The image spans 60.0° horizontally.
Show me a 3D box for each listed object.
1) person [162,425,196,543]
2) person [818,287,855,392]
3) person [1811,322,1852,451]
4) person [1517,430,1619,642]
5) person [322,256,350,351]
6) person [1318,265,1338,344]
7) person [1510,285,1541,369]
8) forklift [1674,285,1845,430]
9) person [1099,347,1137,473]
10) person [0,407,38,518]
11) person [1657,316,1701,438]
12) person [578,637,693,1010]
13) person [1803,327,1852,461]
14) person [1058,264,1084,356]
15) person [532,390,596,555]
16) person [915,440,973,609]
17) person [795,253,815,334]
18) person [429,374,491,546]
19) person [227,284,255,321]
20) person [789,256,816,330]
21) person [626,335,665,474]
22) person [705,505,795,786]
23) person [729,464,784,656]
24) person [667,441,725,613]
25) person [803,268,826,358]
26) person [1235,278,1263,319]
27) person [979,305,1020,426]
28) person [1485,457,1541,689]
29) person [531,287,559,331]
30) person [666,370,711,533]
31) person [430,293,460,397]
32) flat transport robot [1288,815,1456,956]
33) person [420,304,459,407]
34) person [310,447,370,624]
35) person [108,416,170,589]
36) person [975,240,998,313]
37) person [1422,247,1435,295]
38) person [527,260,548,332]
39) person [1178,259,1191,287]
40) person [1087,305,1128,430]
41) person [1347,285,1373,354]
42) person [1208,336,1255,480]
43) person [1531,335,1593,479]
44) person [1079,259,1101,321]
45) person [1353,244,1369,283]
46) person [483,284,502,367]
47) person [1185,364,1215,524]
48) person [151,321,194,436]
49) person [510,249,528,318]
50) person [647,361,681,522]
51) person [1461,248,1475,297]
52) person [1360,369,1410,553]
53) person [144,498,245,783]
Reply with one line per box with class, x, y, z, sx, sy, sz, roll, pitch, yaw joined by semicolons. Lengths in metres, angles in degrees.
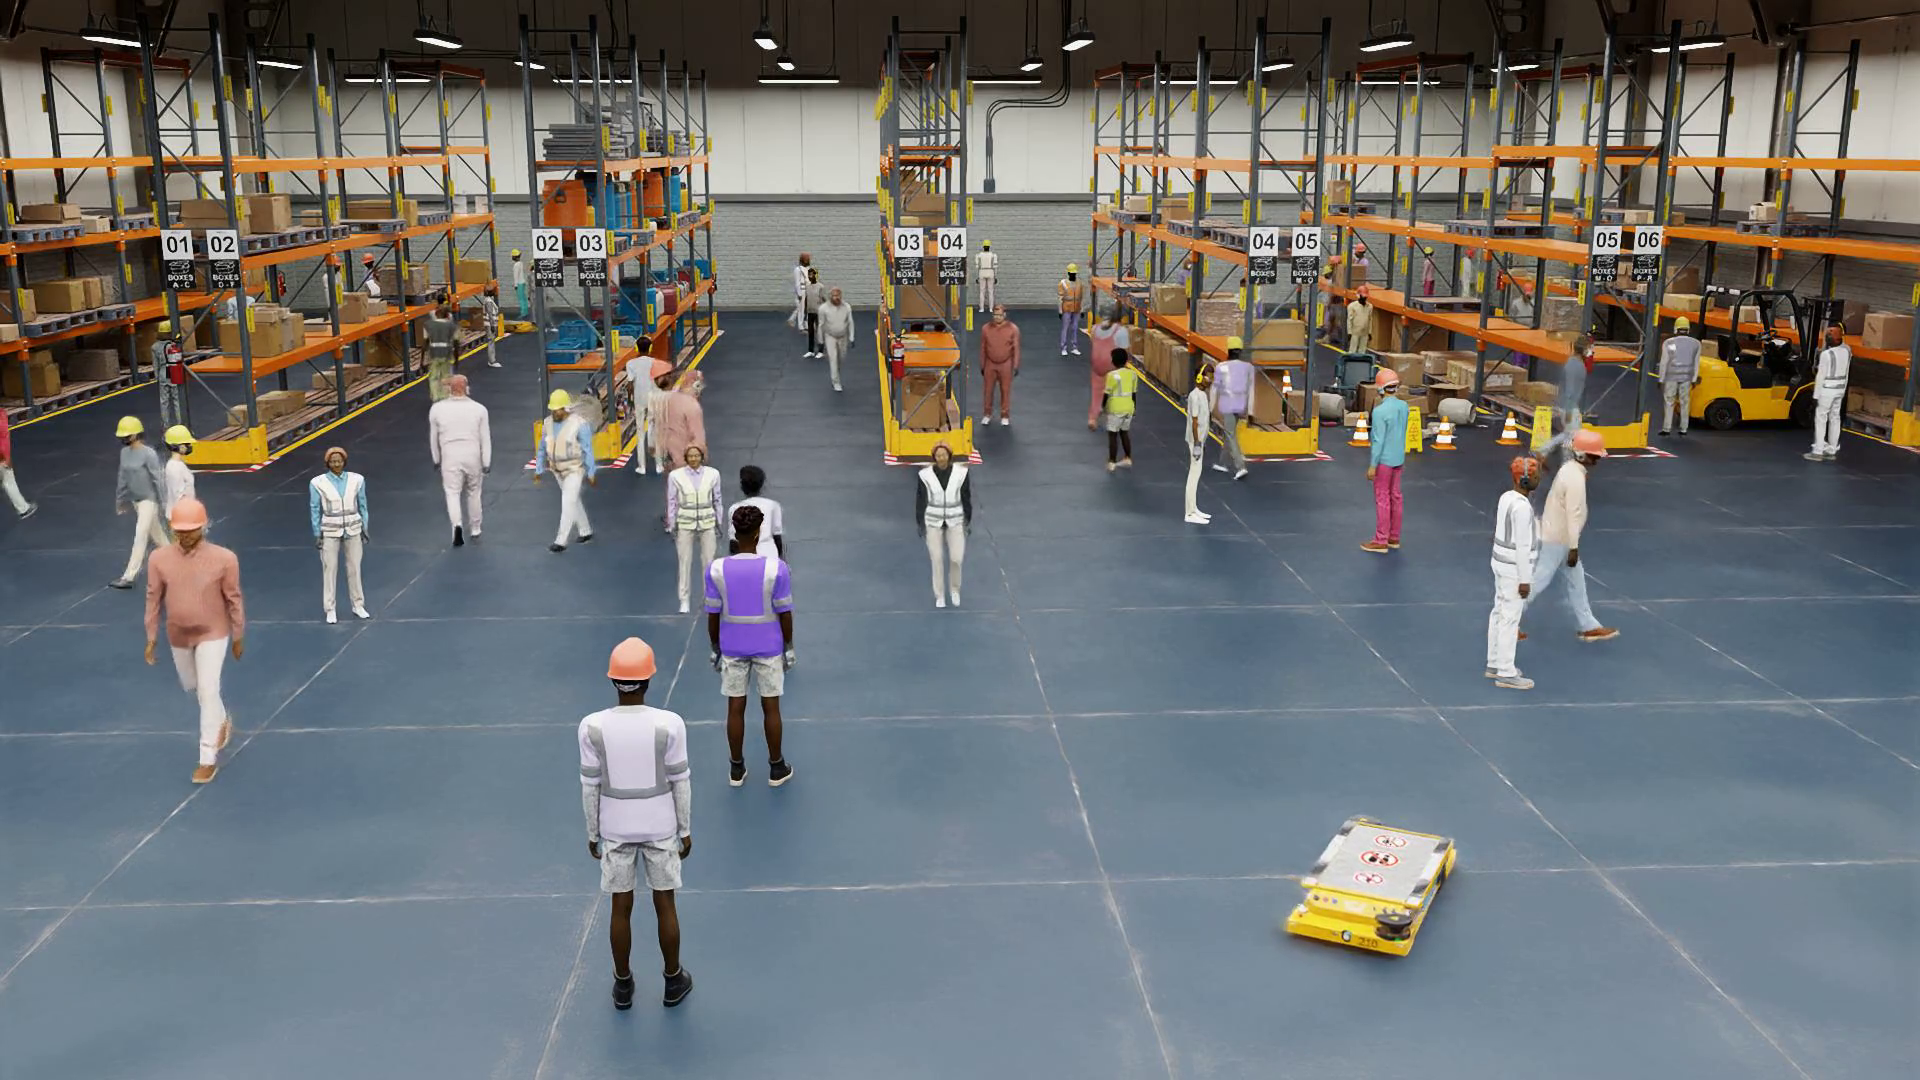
person;-7.337;-0.210;15.744;0.331;1.768;0.526;-6;14;-23
person;-2.257;-3.663;30.150;0.639;1.871;0.906;-6;15;-24
person;12.638;-2.217;24.060;0.328;1.861;0.503;-1;13;-5
person;5.276;-0.025;14.617;1.053;1.932;0.663;5;14;19
person;-13.449;-5.108;35.900;0.397;2.043;0.609;3;14;12
person;8.226;-5.273;37.238;0.601;1.742;0.546;-1;13;-3
person;11.070;-4.150;32.591;0.567;1.697;0.931;3;14;14
forklift;12.503;-2.886;26.166;2.313;2.155;1.214;-1;13;-3
person;2.159;-1.761;22.480;0.377;1.687;0.553;12;18;42
person;-11.181;-1.028;19.296;0.579;1.709;0.871;1;13;5
person;10.828;-2.451;25.098;0.599;1.830;0.403;0;13;0
person;-1.623;1.436;8.407;0.542;1.938;0.358;-1;13;-4
person;12.168;-2.042;23.283;0.586;1.879;0.376;-6;15;-25
person;2.356;-4.863;35.108;0.594;1.925;0.369;-6;14;-23
person;-4.296;-0.745;17.973;0.608;1.776;0.923;8;15;29
person;-0.154;-0.142;15.747;0.552;1.620;0.388;-1;13;-3
person;-3.655;-5.810;39.217;0.356;1.884;0.574;6;15;25
person;-5.519;-0.895;18.417;0.651;1.879;0.818;-4;14;-17
person;-14.099;-4.220;32.759;0.338;1.749;0.573;12;18;42
person;-3.725;-5.934;39.917;0.732;1.804;0.637;6;15;24
person;-4.218;-1.817;22.342;0.534;1.865;0.311;-4;14;-17
person;-1.422;0.725;11.355;0.600;1.967;0.368;1;13;4
person;-1.686;0.195;14.220;0.747;1.673;0.529;12;18;42
person;-2.477;-0.114;15.635;0.535;1.631;0.367;-4;14;-17
person;-3.044;-4.730;34.672;0.538;1.869;0.313;8;15;29
person;5.445;-4.015;31.606;0.648;1.887;0.637;2;13;8
person;0.616;-2.759;26.268;0.665;1.902;0.425;2;13;10
person;4.505;0.258;13.514;0.359;1.883;0.573;1;13;3
person;-9.947;-5.786;39.705;0.757;1.607;0.499;2;13;10
person;-3.046;-0.998;18.864;0.684;1.863;0.667;-7;15;-27
person;-8.978;-3.388;29.024;0.537;1.852;0.428;7;15;29
flat transport robot;2.426;1.976;9.686;0.652;0.197;1.431;7;15;26
person;-8.541;-2.964;27.313;0.659;1.807;0.472;-5;14;-22
person;-5.714;-0.058;15.369;0.514;1.640;0.315;-9;16;-34
person;-8.203;-0.371;16.521;0.560;1.713;0.897;8;16;32
person;0.704;-7.010;44.208;0.591;1.927;0.366;0;13;1
person;12.301;-6.817;43.762;0.350;1.758;0.522;11;17;40
person;-10.037;-5.813;39.532;0.493;1.742;0.322;0;13;-2
person;5.662;-6.144;41.190;0.531;1.615;0.565;-1;13;-6
person;2.286;-2.731;25.835;0.690;2.000;1.043;7;15;28
person;7.616;-3.964;31.669;0.563;1.754;0.321;-6;14;-22
person;3.636;-1.757;22.059;0.589;1.881;0.979;-6;15;-24
person;7.973;-1.748;21.931;0.637;1.920;0.641;6;15;25
person;3.299;-6.183;41.355;0.612;1.621;0.522;6;15;24
person;9.742;-6.202;40.571;0.409;2.035;0.601;-1;13;-5
person;-9.367;-4.276;33.234;0.309;1.645;0.515;-4;14;-18
person;2.803;-1.133;19.450;0.328;1.865;0.521;3;14;13
person;-11.978;-2.444;25.261;0.492;1.743;0.295;1;13;6
person;-11.376;-6.597;42.835;0.345;1.759;0.519;0;13;-2
person;-3.426;-1.217;19.800;0.557;1.875;0.998;3;14;13
person;13.495;-6.937;44.377;0.452;1.706;0.662;2;13;7
person;4.605;-0.859;18.015;0.612;1.990;0.392;-12;18;-42
person;-5.368;0.642;11.740;0.623;1.959;0.973;-1;13;-3
